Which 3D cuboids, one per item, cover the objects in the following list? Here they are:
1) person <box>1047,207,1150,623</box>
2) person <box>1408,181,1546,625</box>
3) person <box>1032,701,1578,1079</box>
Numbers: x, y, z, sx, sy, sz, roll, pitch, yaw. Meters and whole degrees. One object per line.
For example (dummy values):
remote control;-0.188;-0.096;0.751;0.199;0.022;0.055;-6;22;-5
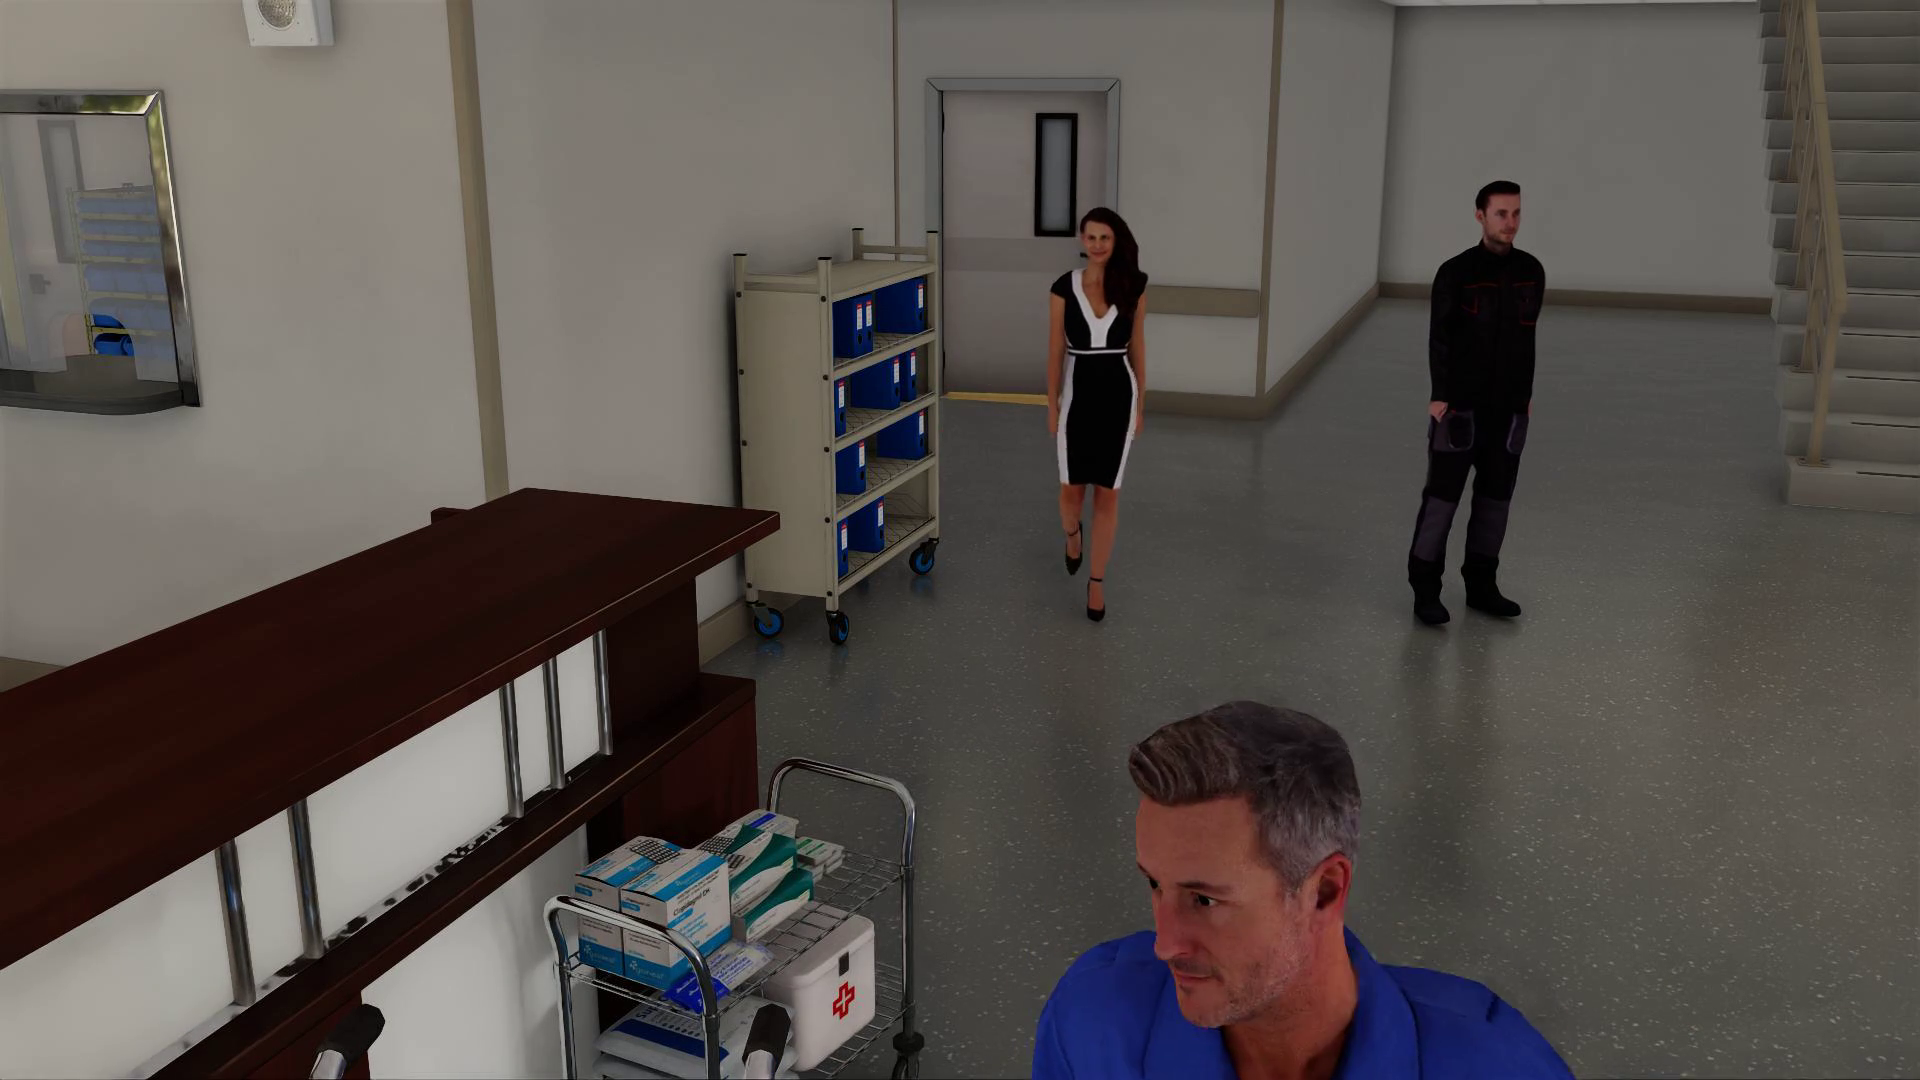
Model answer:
person;0.597;-0.555;7.311;0.732;1.786;0.844;0;16;-2
person;2.256;-0.589;7.199;0.777;1.911;0.792;-4;16;-15
person;0.343;0.993;1.790;0.770;1.802;0.891;4;16;14
